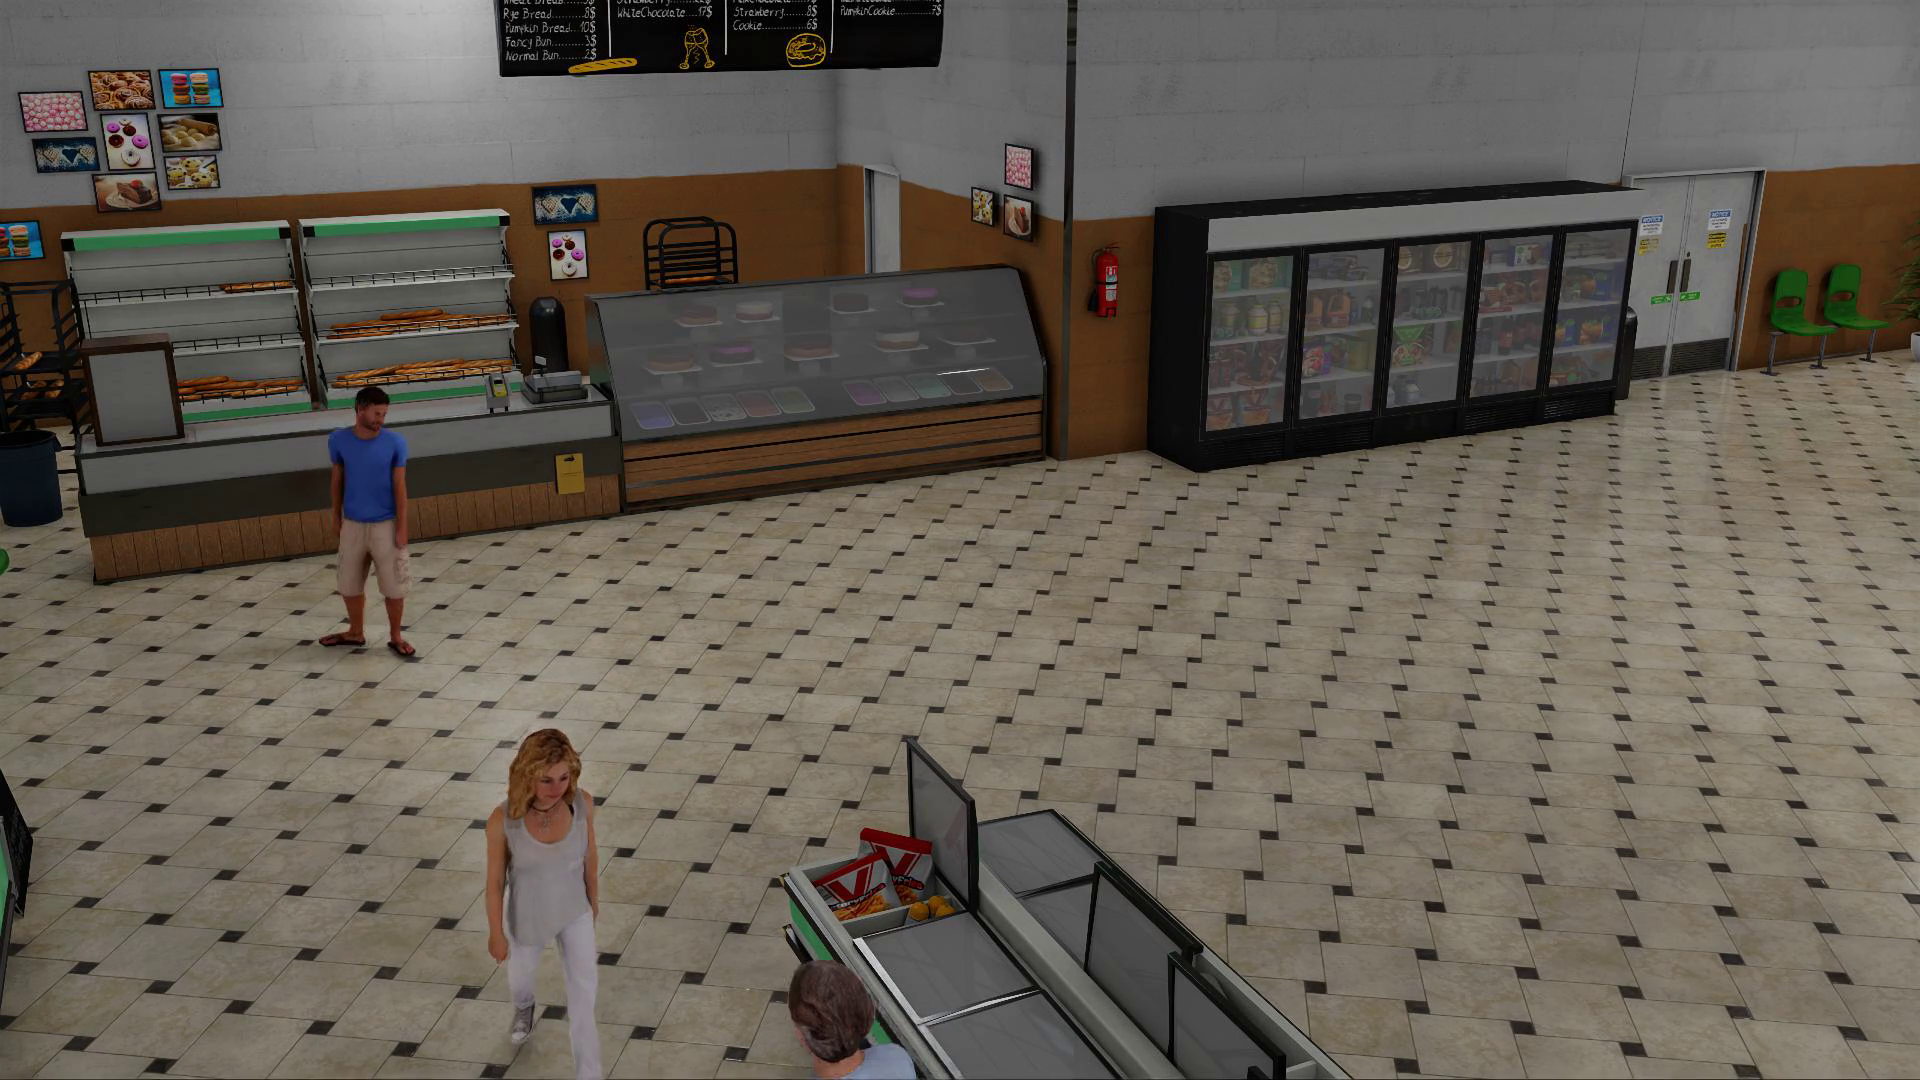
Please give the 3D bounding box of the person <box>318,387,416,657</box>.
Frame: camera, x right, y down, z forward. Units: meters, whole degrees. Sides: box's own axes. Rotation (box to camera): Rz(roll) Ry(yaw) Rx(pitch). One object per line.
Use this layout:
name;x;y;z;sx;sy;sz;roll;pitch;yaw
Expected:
person;-3.885;-0.120;10.869;0.962;1.829;0.832;3;19;8

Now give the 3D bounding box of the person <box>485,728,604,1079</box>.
person;-1.650;1.450;6.593;0.607;1.586;1.209;-8;20;-22

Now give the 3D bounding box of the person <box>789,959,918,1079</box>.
person;-0.236;2.022;4.484;0.697;1.849;1.249;-10;21;-27
